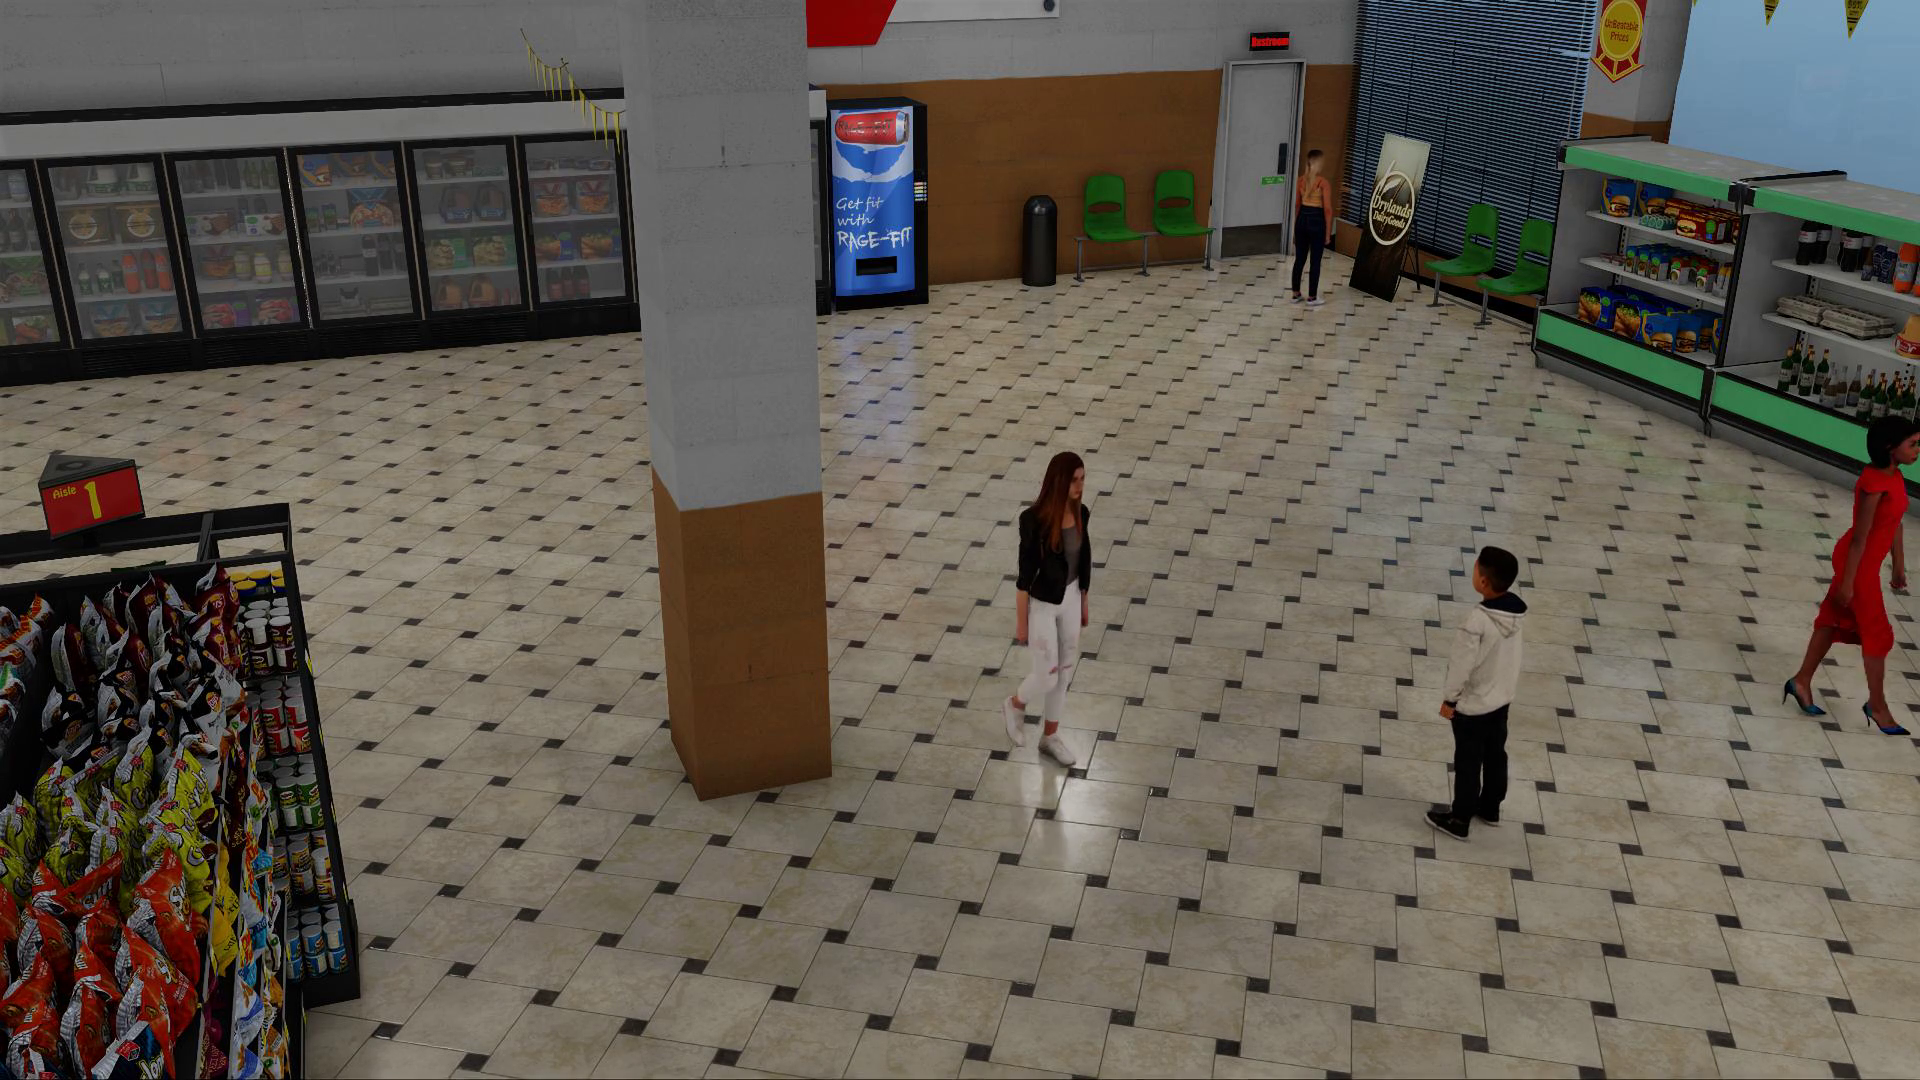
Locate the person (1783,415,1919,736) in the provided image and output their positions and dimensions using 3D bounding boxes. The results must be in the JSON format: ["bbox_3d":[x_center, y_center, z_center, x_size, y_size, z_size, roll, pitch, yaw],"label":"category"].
[{"bbox_3d":[4.706,0.163,8.879,0.993,1.720,0.871,16,27,35],"label":"person"}]

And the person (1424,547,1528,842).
[{"bbox_3d":[2.481,0.724,7.843,0.647,1.451,0.603,-15,26,-33],"label":"person"}]

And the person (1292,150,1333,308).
[{"bbox_3d":[3.725,-3.316,17.660,0.579,1.627,0.704,20,29,40],"label":"person"}]

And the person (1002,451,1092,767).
[{"bbox_3d":[0.410,0.329,8.507,0.705,1.690,0.781,-15,26,-32],"label":"person"}]
